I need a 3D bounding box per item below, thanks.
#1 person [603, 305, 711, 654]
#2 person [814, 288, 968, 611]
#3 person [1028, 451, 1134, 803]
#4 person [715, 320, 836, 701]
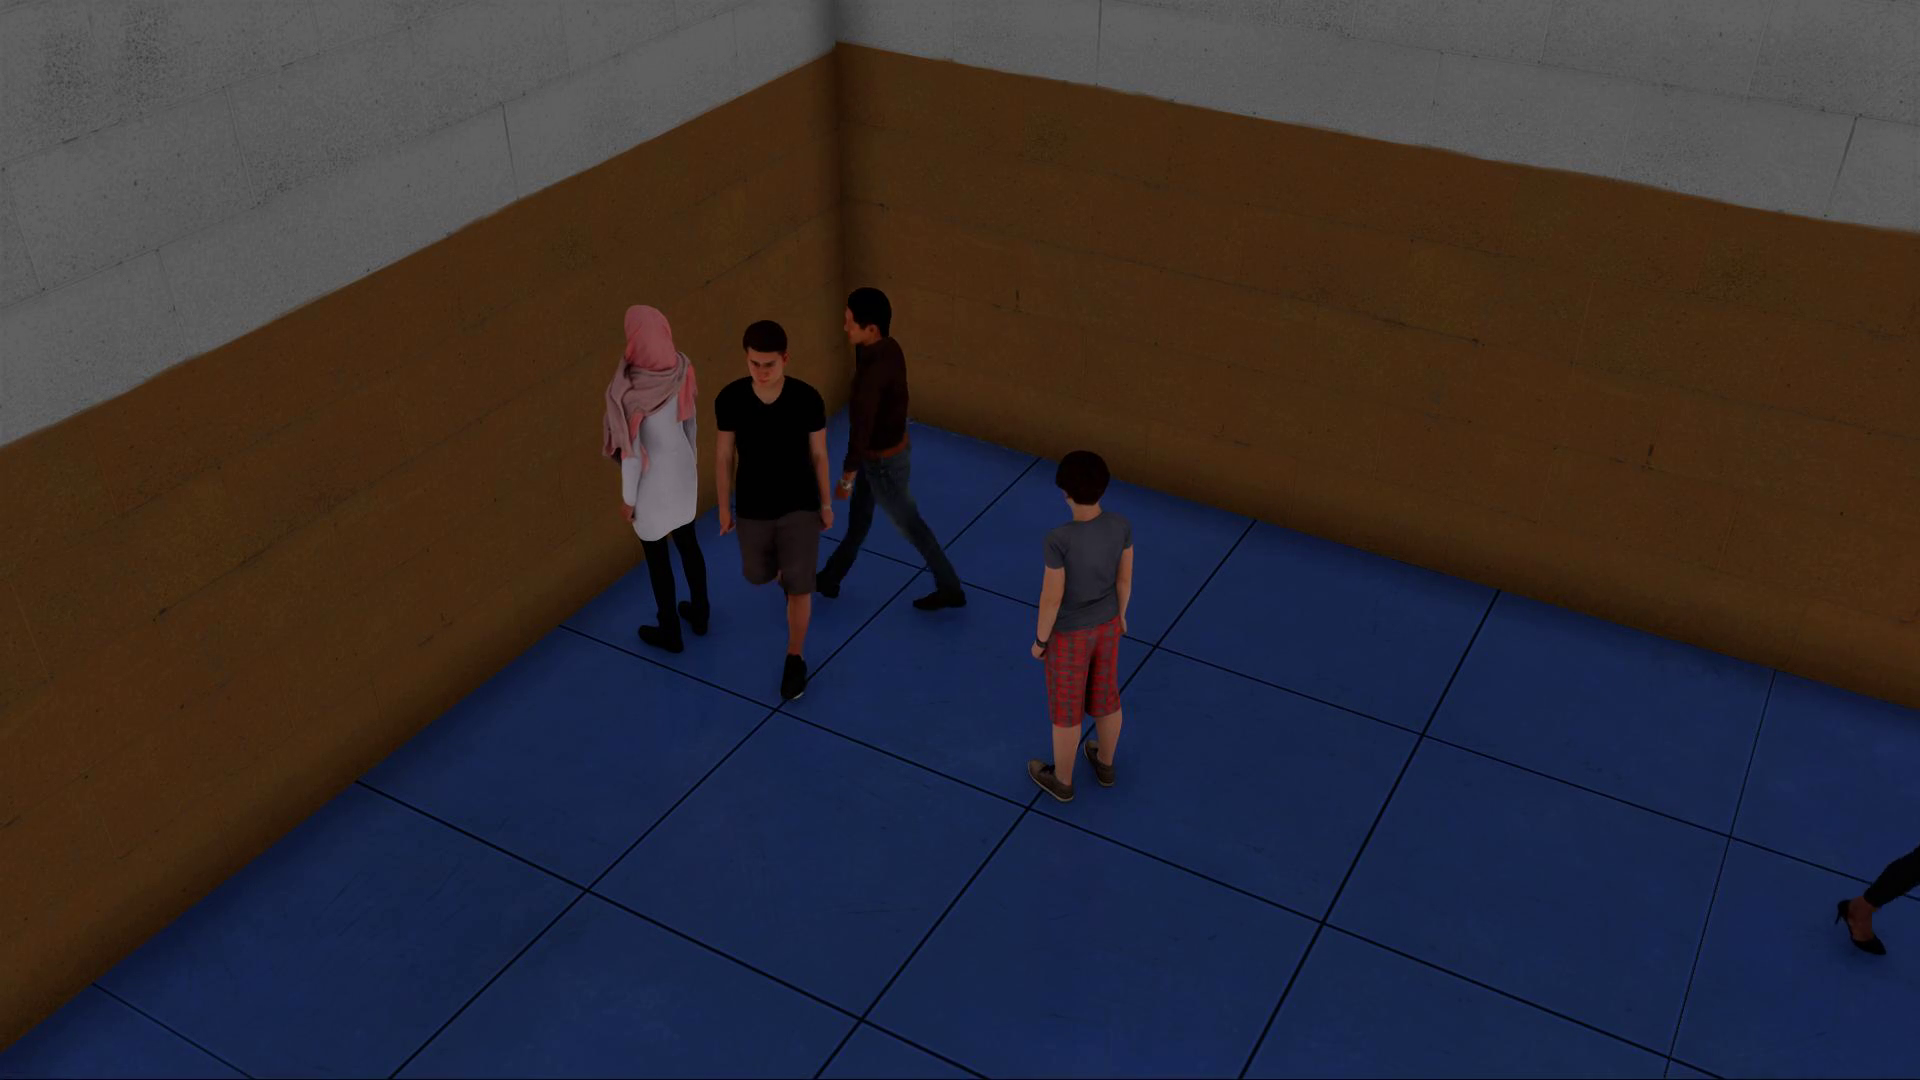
[{"bbox_3d":[-1.386,-0.275,7.740,0.735,1.804,0.597,26,41,33],"label":"person"},{"bbox_3d":[-0.273,-0.356,7.929,1.076,1.729,1.171,0,34,0],"label":"person"},{"bbox_3d":[0.513,0.375,6.890,0.642,1.650,0.734,-14,36,-20],"label":"person"},{"bbox_3d":[-0.817,-0.212,7.610,0.973,1.843,1.171,1,34,1],"label":"person"}]
